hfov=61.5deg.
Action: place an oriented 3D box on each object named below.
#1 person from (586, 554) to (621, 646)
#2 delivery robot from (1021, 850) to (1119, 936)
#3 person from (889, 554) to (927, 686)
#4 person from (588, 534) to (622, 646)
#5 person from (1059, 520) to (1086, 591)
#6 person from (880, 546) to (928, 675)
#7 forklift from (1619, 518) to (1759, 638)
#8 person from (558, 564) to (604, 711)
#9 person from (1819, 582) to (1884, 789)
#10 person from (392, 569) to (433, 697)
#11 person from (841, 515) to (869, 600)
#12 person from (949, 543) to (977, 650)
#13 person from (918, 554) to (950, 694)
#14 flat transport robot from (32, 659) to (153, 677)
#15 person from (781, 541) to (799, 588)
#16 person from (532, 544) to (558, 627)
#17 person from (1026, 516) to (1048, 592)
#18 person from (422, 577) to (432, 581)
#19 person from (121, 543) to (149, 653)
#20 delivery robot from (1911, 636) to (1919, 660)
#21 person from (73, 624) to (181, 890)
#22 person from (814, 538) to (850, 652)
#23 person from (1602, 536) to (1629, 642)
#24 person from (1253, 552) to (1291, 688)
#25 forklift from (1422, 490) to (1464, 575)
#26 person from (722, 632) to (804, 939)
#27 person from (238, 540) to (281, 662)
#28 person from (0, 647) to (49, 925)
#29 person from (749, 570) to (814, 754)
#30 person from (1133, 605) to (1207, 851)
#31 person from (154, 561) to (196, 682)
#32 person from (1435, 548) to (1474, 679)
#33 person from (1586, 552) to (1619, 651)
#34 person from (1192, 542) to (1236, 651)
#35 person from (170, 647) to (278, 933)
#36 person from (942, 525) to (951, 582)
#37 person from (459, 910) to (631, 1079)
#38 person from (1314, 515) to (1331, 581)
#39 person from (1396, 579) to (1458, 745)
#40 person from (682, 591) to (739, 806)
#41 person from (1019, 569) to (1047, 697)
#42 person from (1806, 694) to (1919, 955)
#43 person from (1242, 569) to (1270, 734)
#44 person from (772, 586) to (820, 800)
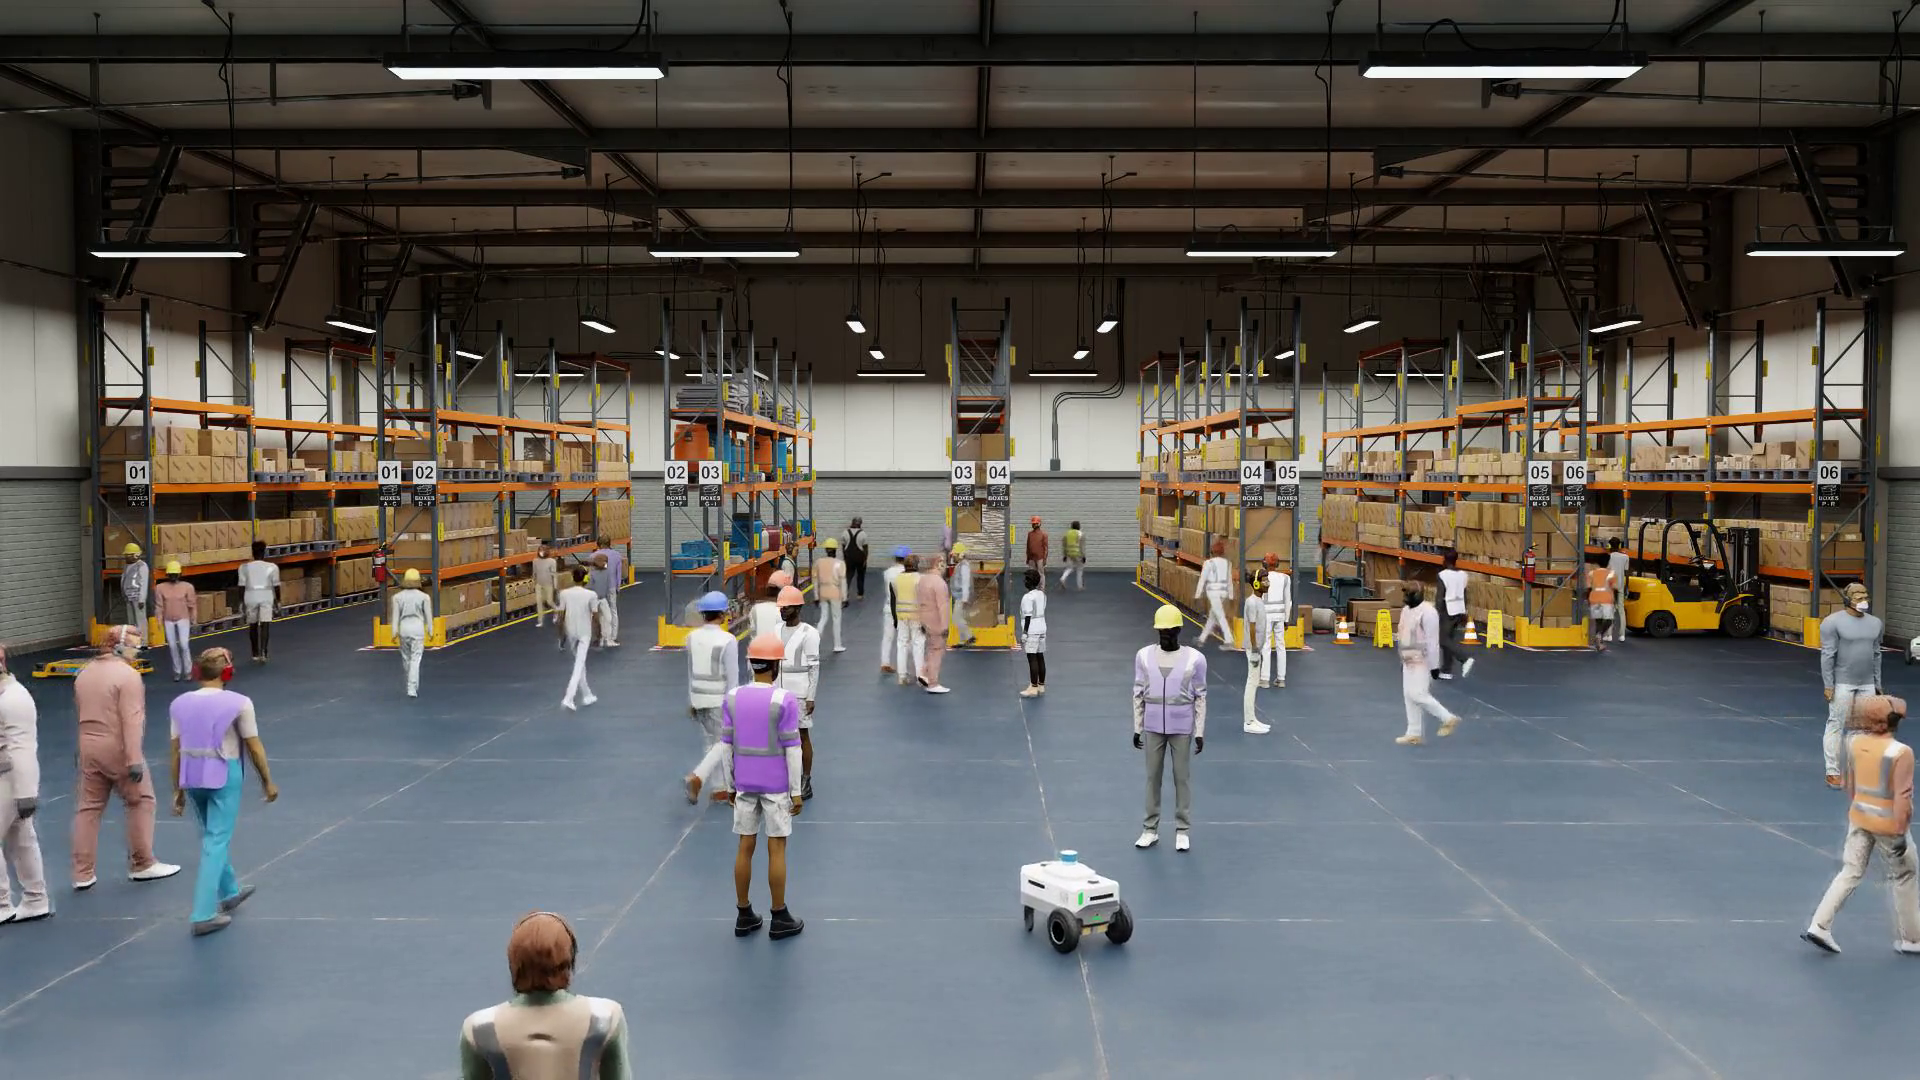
[{"bbox_3d":[-6.159,1.045,27.560,0.739,1.596,0.594,1,3,32],"label":"person"},{"bbox_3d":[0.691,2.221,10.260,0.477,0.478,0.707,-1,3,-31],"label":"delivery robot"},{"bbox_3d":[-0.675,1.117,22.739,0.621,1.845,0.429,1,3,26],"label":"person"},{"bbox_3d":[-6.161,0.861,27.989,0.631,1.940,0.372,-2,3,-40],"label":"person"},{"bbox_3d":[2.882,0.402,41.178,0.660,1.814,0.724,2,3,36],"label":"person"},{"bbox_3d":[-0.857,1.038,23.980,0.616,1.891,0.979,2,3,34],"label":"person"},{"bbox_3d":[13.417,0.684,29.791,2.313,2.155,1.214,0,2,0],"label":"forklift"},{"bbox_3d":[-4.814,1.220,20.448,0.538,1.826,0.979,1,2,14],"label":"person"},{"bbox_3d":[8.422,1.367,15.231,0.627,1.941,0.371,0,2,-10],"label":"person"},{"bbox_3d":[-7.333,1.233,21.623,0.500,1.699,0.903,0,2,-6],"label":"person"},{"bbox_3d":[-2.475,0.422,38.288,0.681,2.000,0.703,1,2,16],"label":"person"},{"bbox_3d":[0.015,0.954,27.224,0.411,1.816,0.591,0,2,-5],"label":"person"},{"bbox_3d":[-0.300,1.129,21.846,0.431,1.885,0.679,-1,3,-25],"label":"person"},{"bbox_3d":[-12.715,1.874,23.691,1.431,0.197,0.652,0,2,0],"label":"flat transport robot"},{"bbox_3d":[-2.876,0.938,27.296,0.332,1.841,0.515,0,2,-4],"label":"person"},{"bbox_3d":[-8.096,0.880,31.548,0.503,1.616,0.605,0,2,10],"label":"person"},{"bbox_3d":[1.817,0.420,38.368,0.611,1.996,0.379,2,3,40],"label":"person"},{"bbox_3d":[-10.928,0.646,33.416,0.545,1.938,0.356,1,2,24],"label":"person"},{"bbox_3d":[-13.740,0.964,26.883,0.604,1.824,0.403,2,3,35],"label":"person"},{"bbox_3d":[15.072,1.630,25.145,0.477,0.478,0.707,2,3,42],"label":"delivery robot"},{"bbox_3d":[-6.030,1.543,11.615,0.741,1.873,0.684,1,3,25],"label":"person"},{"bbox_3d":[-2.137,0.919,26.790,0.606,1.914,0.620,1,3,25],"label":"person"},{"bbox_3d":[11.626,0.867,28.687,0.509,1.872,0.329,0,2,3],"label":"person"},{"bbox_3d":[4.325,1.108,22.465,0.572,1.883,0.356,-1,2,-17],"label":"person"},{"bbox_3d":[13.926,-0.371,47.846,1.873,2.768,1.129,0,2,0],"label":"forklift"},{"bbox_3d":[-1.251,1.561,10.390,0.552,1.933,0.373,1,2,22],"label":"person"},{"bbox_3d":[-11.091,0.968,25.562,0.610,1.929,0.967,-1,2,-22],"label":"person"},{"bbox_3d":[-6.217,1.591,10.441,0.640,1.863,0.757,-2,3,-42],"label":"person"},{"bbox_3d":[-1.893,1.301,16.433,0.627,1.992,1.068,1,3,26],"label":"person"},{"bbox_3d":[1.646,1.471,12.745,0.584,1.928,0.373,1,2,21],"label":"person"},{"bbox_3d":[-11.173,1.166,22.970,0.512,1.733,0.677,-1,2,-14],"label":"person"},{"bbox_3d":[7.114,1.069,23.271,0.601,1.895,0.690,-2,3,-35],"label":"person"},{"bbox_3d":[10.682,1.034,26.919,0.538,1.679,0.632,2,3,43],"label":"person"},{"bbox_3d":[4.303,0.945,27.351,0.698,1.826,1.025,-2,3,-34],"label":"person"},{"bbox_3d":[-4.836,1.613,10.680,0.578,1.811,0.821,1,2,15],"label":"person"},{"bbox_3d":[-0.298,0.167,44.586,0.704,2.014,0.647,-1,3,-33],"label":"person"},{"bbox_3d":[-1.228,1.942,4.820,0.516,1.621,0.557,-1,2,-14],"label":"person"},{"bbox_3d":[10.020,0.183,44.629,0.511,1.970,0.635,0,2,-3],"label":"person"},{"bbox_3d":[5.061,1.334,17.610,0.570,1.827,0.622,0,2,-8],"label":"person"},{"bbox_3d":[-2.206,1.414,14.268,0.612,1.929,0.704,2,3,37],"label":"person"},{"bbox_3d":[0.973,1.236,21.528,0.321,1.697,0.529,1,3,29],"label":"person"},{"bbox_3d":[5.589,1.743,9.906,0.829,1.606,0.524,-1,2,-13],"label":"person"},{"bbox_3d":[3.427,1.267,18.604,0.335,1.873,0.521,1,2,16],"label":"person"},{"bbox_3d":[-1.540,1.387,14.729,0.543,1.939,0.360,1,3,33],"label":"person"}]
